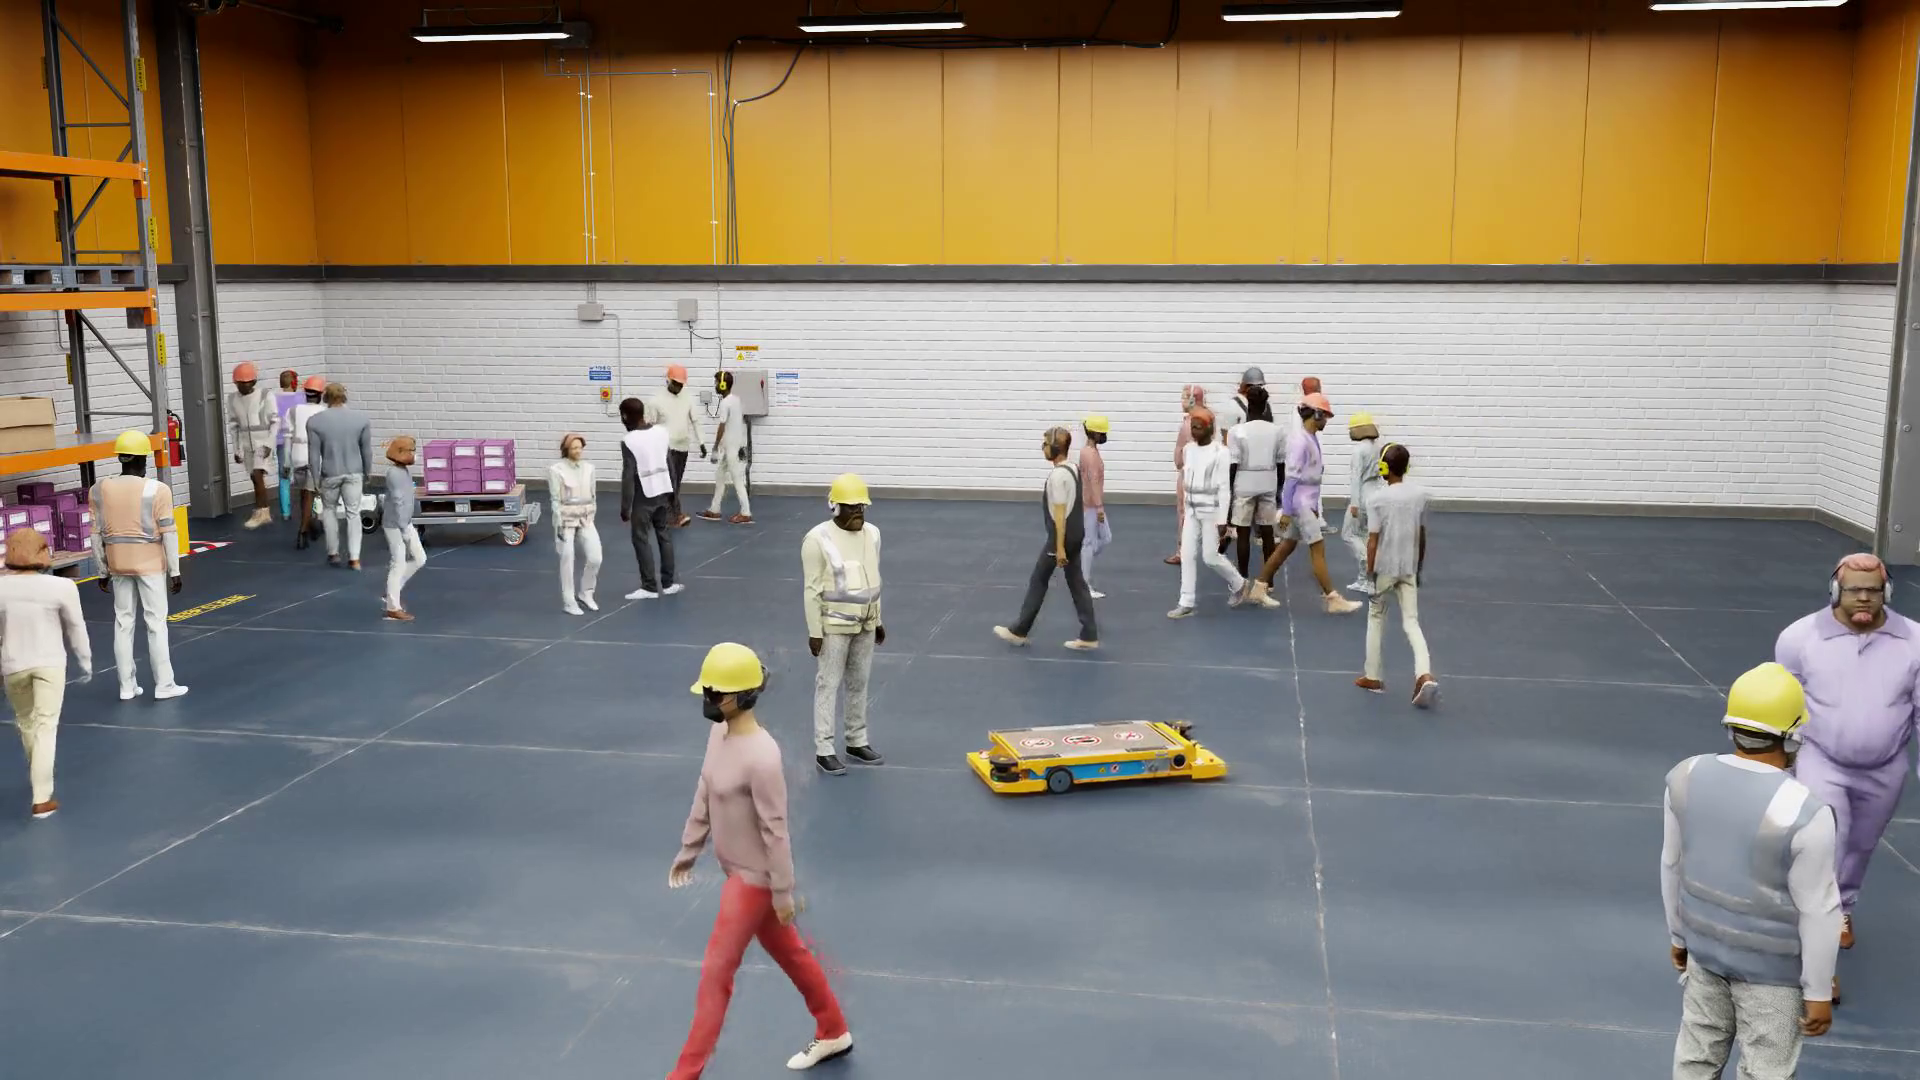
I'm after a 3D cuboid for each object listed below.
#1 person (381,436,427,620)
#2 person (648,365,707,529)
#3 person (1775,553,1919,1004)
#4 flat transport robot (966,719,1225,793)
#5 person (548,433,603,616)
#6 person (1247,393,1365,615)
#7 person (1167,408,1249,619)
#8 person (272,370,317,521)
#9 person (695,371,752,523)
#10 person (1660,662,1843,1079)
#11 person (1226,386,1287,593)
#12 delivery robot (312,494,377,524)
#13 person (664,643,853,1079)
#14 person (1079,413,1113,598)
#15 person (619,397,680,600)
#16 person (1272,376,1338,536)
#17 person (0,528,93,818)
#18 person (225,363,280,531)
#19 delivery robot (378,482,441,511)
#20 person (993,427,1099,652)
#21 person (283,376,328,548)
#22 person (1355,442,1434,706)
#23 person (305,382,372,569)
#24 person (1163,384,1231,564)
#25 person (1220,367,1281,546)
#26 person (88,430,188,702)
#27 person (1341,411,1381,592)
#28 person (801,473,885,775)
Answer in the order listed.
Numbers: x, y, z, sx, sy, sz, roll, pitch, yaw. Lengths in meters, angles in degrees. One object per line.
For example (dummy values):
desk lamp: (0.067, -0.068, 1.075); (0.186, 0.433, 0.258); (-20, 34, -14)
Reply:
person: (-4.874, -0.103, 14.520); (0.376, 1.623, 0.495); (0, 9, -2)
person: (-3.363, -1.111, 19.791); (0.605, 1.923, 0.989); (-7, 11, -37)
person: (3.855, 0.965, 7.184); (0.650, 1.855, 1.016); (3, 10, 17)
flat transport robot: (0.811, 1.291, 10.034); (1.431, 0.197, 0.652); (-2, 9, -14)
person: (-3.385, -0.131, 14.664); (0.505, 1.625, 0.376); (-9, 13, -43)
person: (3.067, -0.322, 14.822); (1.060, 1.970, 0.651); (4, 10, 21)
person: (2.204, -0.241, 14.661); (0.777, 1.860, 0.583); (-6, 11, -34)
person: (-8.140, -1.138, 20.244); (0.565, 1.841, 0.384); (-1, 9, -5)
person: (-2.903, -1.108, 20.068); (0.856, 1.835, 0.556); (1, 9, 8)
person: (2.486, 1.286, 5.219); (0.404, 1.836, 0.599); (-4, 10, -26)
person: (2.787, -0.476, 15.748); (0.616, 1.964, 0.361); (-2, 9, -12)
delivery robot: (-7.169, -0.399, 19.350); (0.707, 0.478, 0.477); (-4, 10, -23)
person: (-0.792, 1.205, 6.110); (0.930, 1.715, 0.533); (-4, 10, -23)
person: (1.245, -0.316, 15.470); (0.364, 1.741, 0.523); (2, 9, 10)
person: (-2.859, -0.386, 15.548); (0.365, 1.865, 0.730); (6, 11, 32)
person: (3.924, -0.954, 19.110); (0.925, 1.853, 0.591); (-2, 9, -14)
person: (-5.237, 0.723, 9.477); (0.521, 1.587, 0.843); (-2, 9, -12)
person: (-8.317, -1.097, 19.596); (0.625, 1.967, 0.909); (1, 9, 8)
delivery robot: (-6.477, -0.446, 19.642); (0.707, 0.478, 0.477); (-5, 10, -28)
person: (0.712, -0.004, 13.329); (0.948, 1.798, 0.521); (4, 10, 24)
person: (-7.191, -0.880, 18.512); (0.558, 1.876, 0.995); (0, 9, -1)
person: (3.103, 0.233, 11.748); (0.522, 1.841, 0.868); (-2, 9, -10)
person: (-6.392, -0.672, 17.155); (0.648, 1.910, 0.841); (-5, 10, -26)
person: (2.452, -0.668, 17.171); (0.580, 1.889, 0.663); (5, 10, 27)
person: (3.274, -0.977, 18.630); (0.690, 2.000, 1.018); (-7, 12, -37)
person: (-5.810, 0.185, 11.772); (0.594, 1.924, 0.380); (0, 9, 0)
person: (3.826, -0.355, 15.764); (0.447, 1.715, 0.521); (9, 13, 43)
person: (-0.682, 0.500, 10.121); (0.404, 1.827, 0.600); (9, 13, 43)
